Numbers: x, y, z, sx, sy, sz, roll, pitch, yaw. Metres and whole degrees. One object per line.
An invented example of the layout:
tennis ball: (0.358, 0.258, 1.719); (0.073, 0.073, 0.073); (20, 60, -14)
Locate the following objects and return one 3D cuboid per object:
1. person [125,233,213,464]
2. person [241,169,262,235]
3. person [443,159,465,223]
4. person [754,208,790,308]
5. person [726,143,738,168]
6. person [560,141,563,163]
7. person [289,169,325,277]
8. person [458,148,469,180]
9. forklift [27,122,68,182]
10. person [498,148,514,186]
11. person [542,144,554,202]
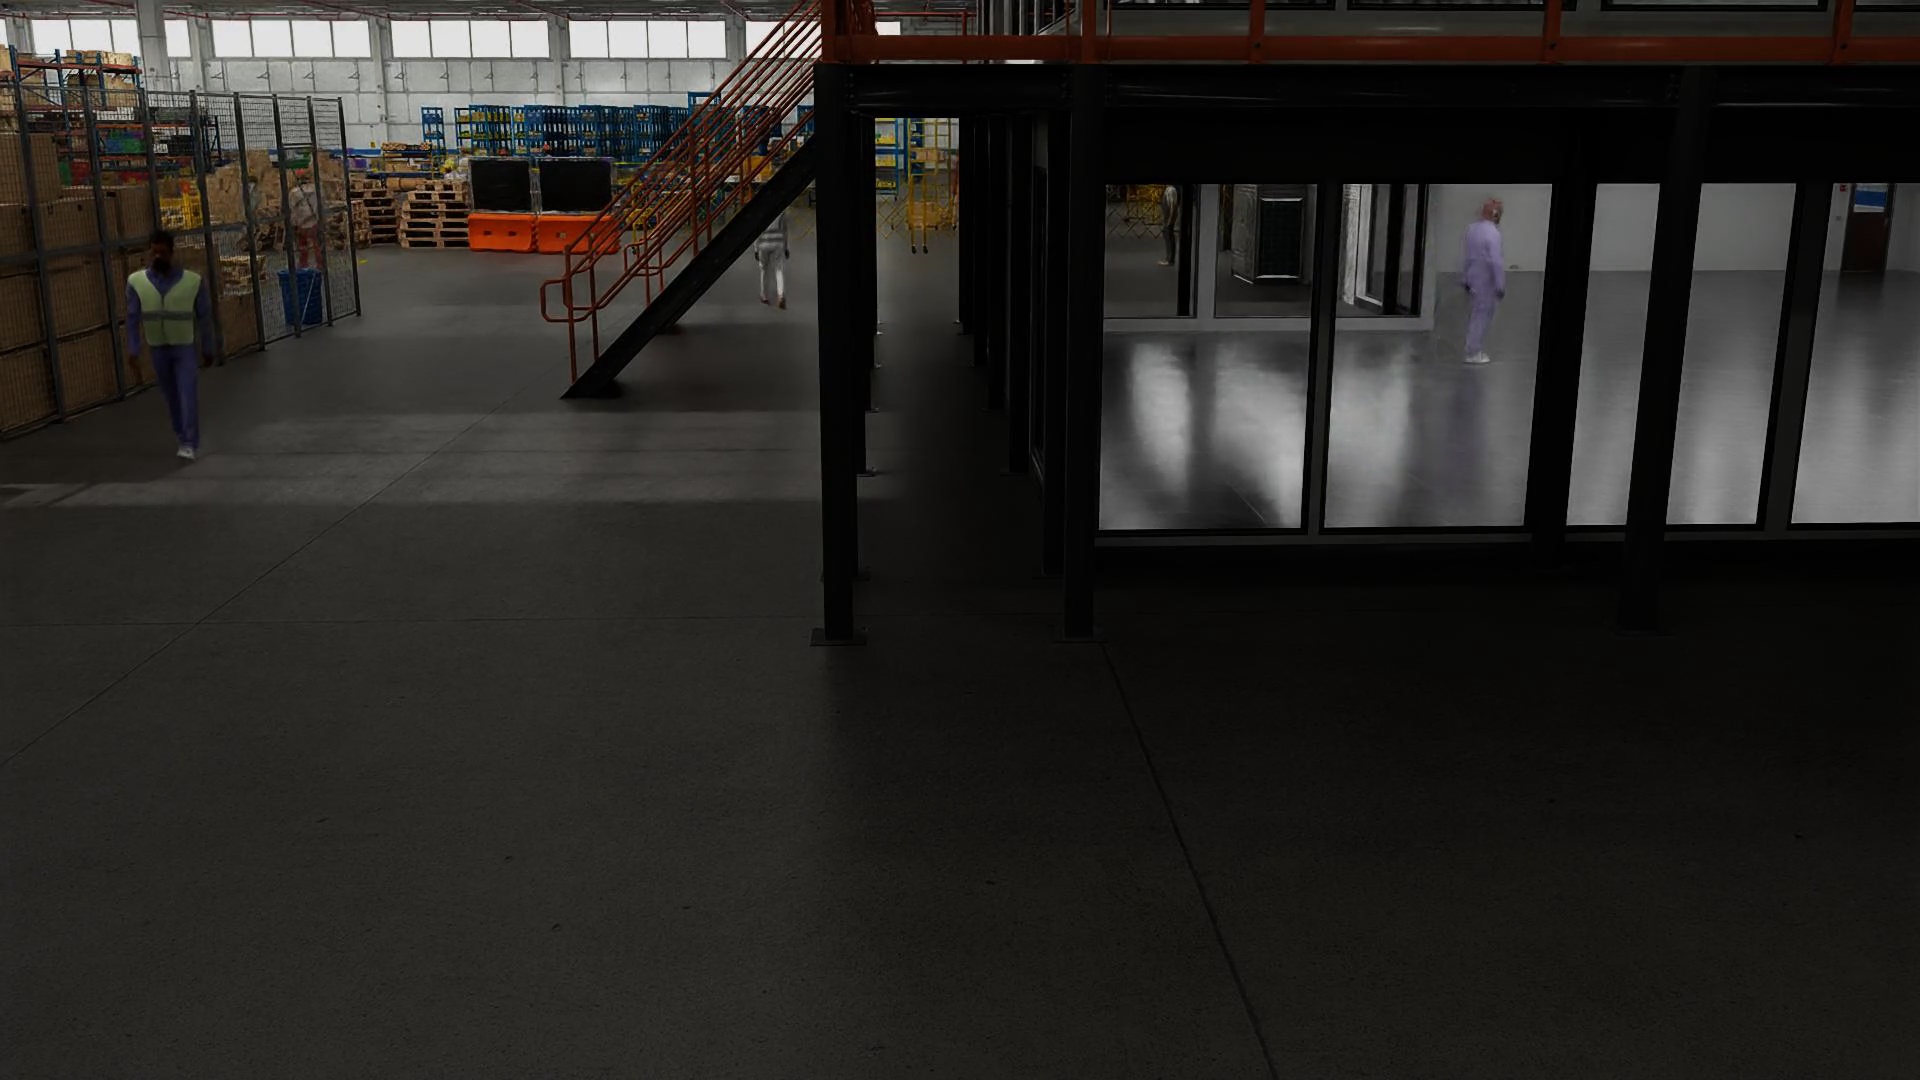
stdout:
person: (-6.484, -1.570, 13.659); (0.600, 1.869, 0.984); (-3, 14, -13)
person: (-16.284, -7.654, 38.269); (0.492, 1.718, 0.688); (4, 15, 15)
person: (-13.586, -9.242, 44.442); (0.585, 1.818, 0.434); (12, 18, 40)
person: (-2.839, -4.434, 25.178); (0.581, 1.848, 0.949); (-4, 15, -15)
person: (-11.172, -18.565, 81.703); (0.600, 1.812, 0.766); (0, 14, -1)
person: (-21.756, -20.921, 91.041); (0.389, 1.850, 0.567); (-3, 14, -13)
person: (-11.935, -5.803, 30.436); (0.646, 1.938, 1.017); (-10, 17, -33)
person: (-18.042, -13.345, 60.683); (0.687, 1.882, 0.654); (-9, 17, -32)
forklift: (-35.376, -14.773, 64.377); (1.129, 2.768, 1.873); (-1, 14, -2)
person: (-15.451, -12.349, 56.608); (0.551, 1.932, 0.378); (1, 14, 3)
person: (-14.249, -12.634, 57.517); (0.357, 2.047, 0.614); (-3, 14, -10)
